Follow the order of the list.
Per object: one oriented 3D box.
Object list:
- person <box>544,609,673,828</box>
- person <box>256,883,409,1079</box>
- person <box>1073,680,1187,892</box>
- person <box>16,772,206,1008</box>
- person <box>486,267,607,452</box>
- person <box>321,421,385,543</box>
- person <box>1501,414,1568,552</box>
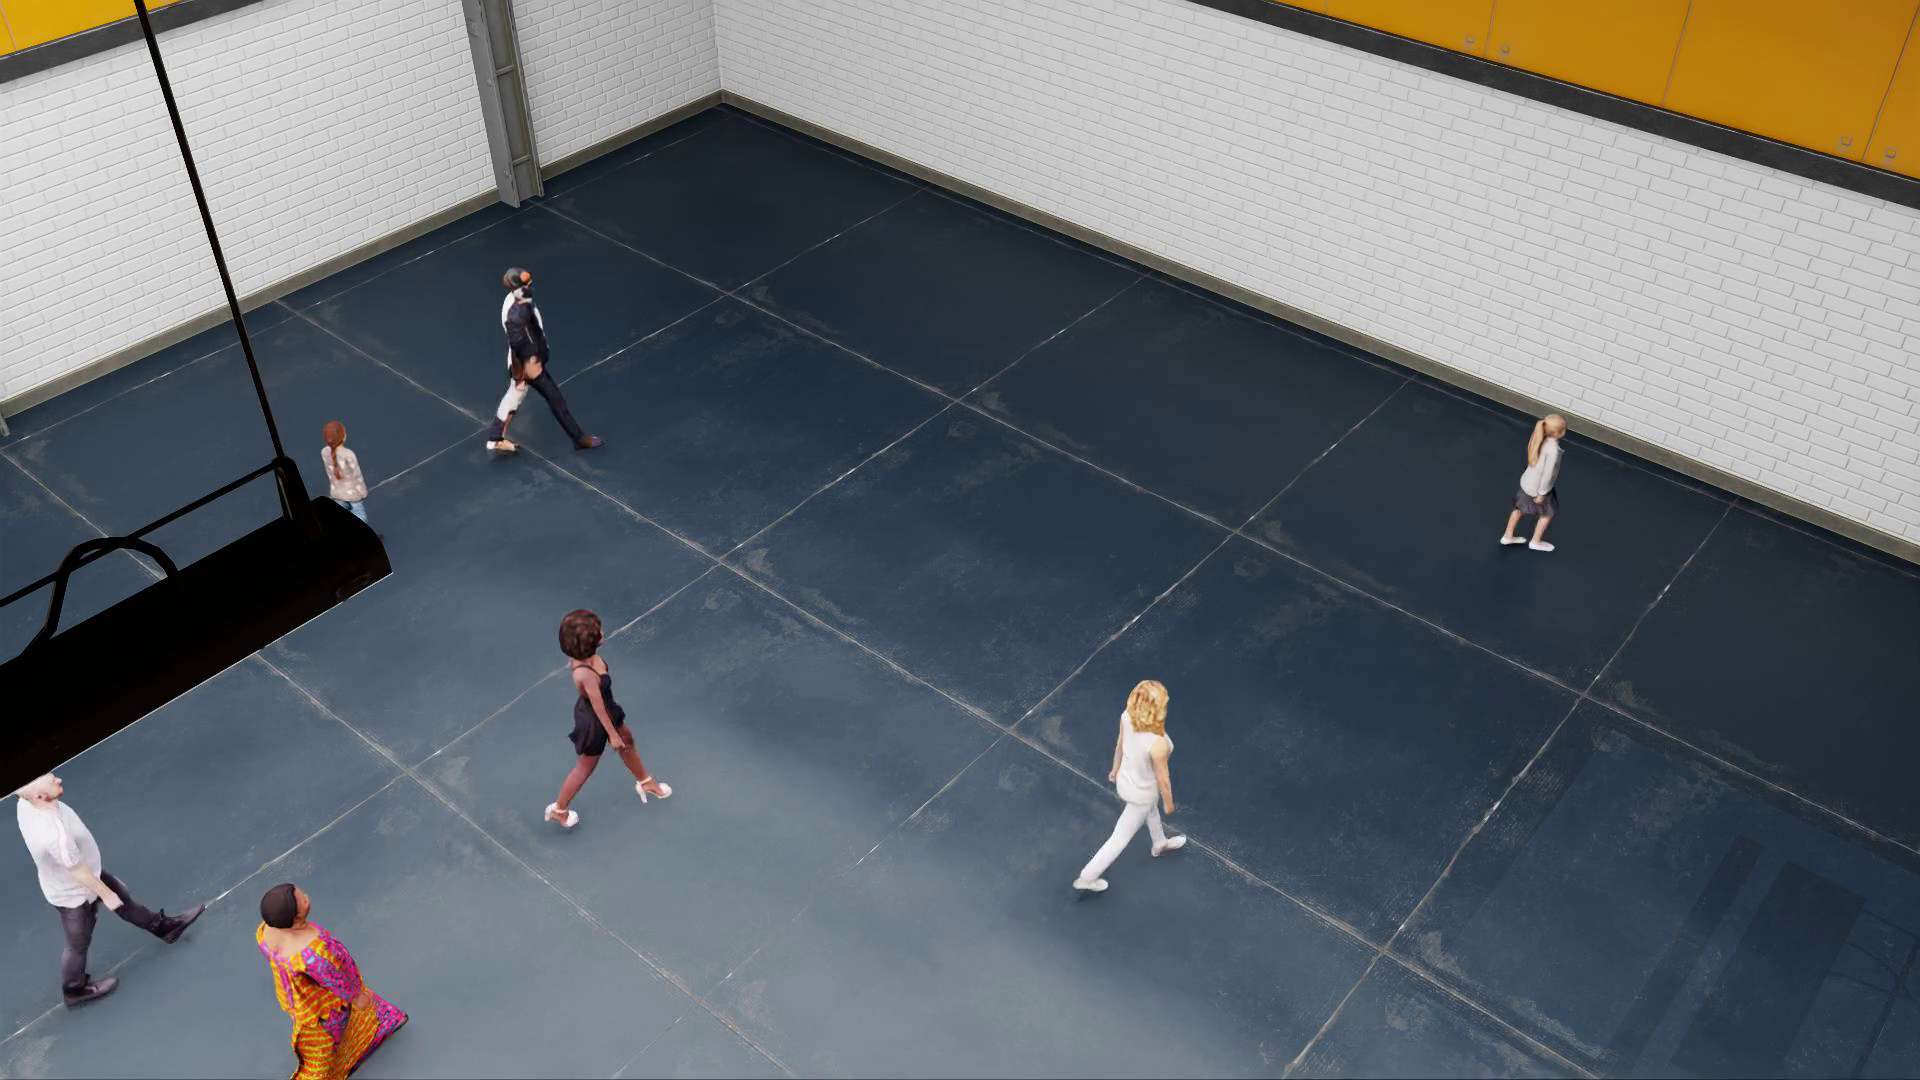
[{"bbox_3d":[-2.424,1.210,10.684,1.147,1.748,0.949,-12,40,-14],"label":"person"},{"bbox_3d":[-3.572,2.530,9.113,0.662,1.648,1.174,29,47,32],"label":"person"},{"bbox_3d":[1.039,1.563,10.339,1.194,1.628,0.920,-17,42,-20],"label":"person"},{"bbox_3d":[-5.213,2.031,9.617,1.206,1.797,0.867,-24,45,-27],"label":"person"},{"bbox_3d":[-3.710,-1.454,13.946,1.340,1.841,1.219,-7,39,-8],"label":"person"},{"bbox_3d":[-4.858,-0.413,13.162,0.535,1.193,0.557,12,40,15],"label":"person"},{"bbox_3d":[4.509,-0.443,13.146,0.753,1.260,0.695,-2,39,-3],"label":"person"}]
